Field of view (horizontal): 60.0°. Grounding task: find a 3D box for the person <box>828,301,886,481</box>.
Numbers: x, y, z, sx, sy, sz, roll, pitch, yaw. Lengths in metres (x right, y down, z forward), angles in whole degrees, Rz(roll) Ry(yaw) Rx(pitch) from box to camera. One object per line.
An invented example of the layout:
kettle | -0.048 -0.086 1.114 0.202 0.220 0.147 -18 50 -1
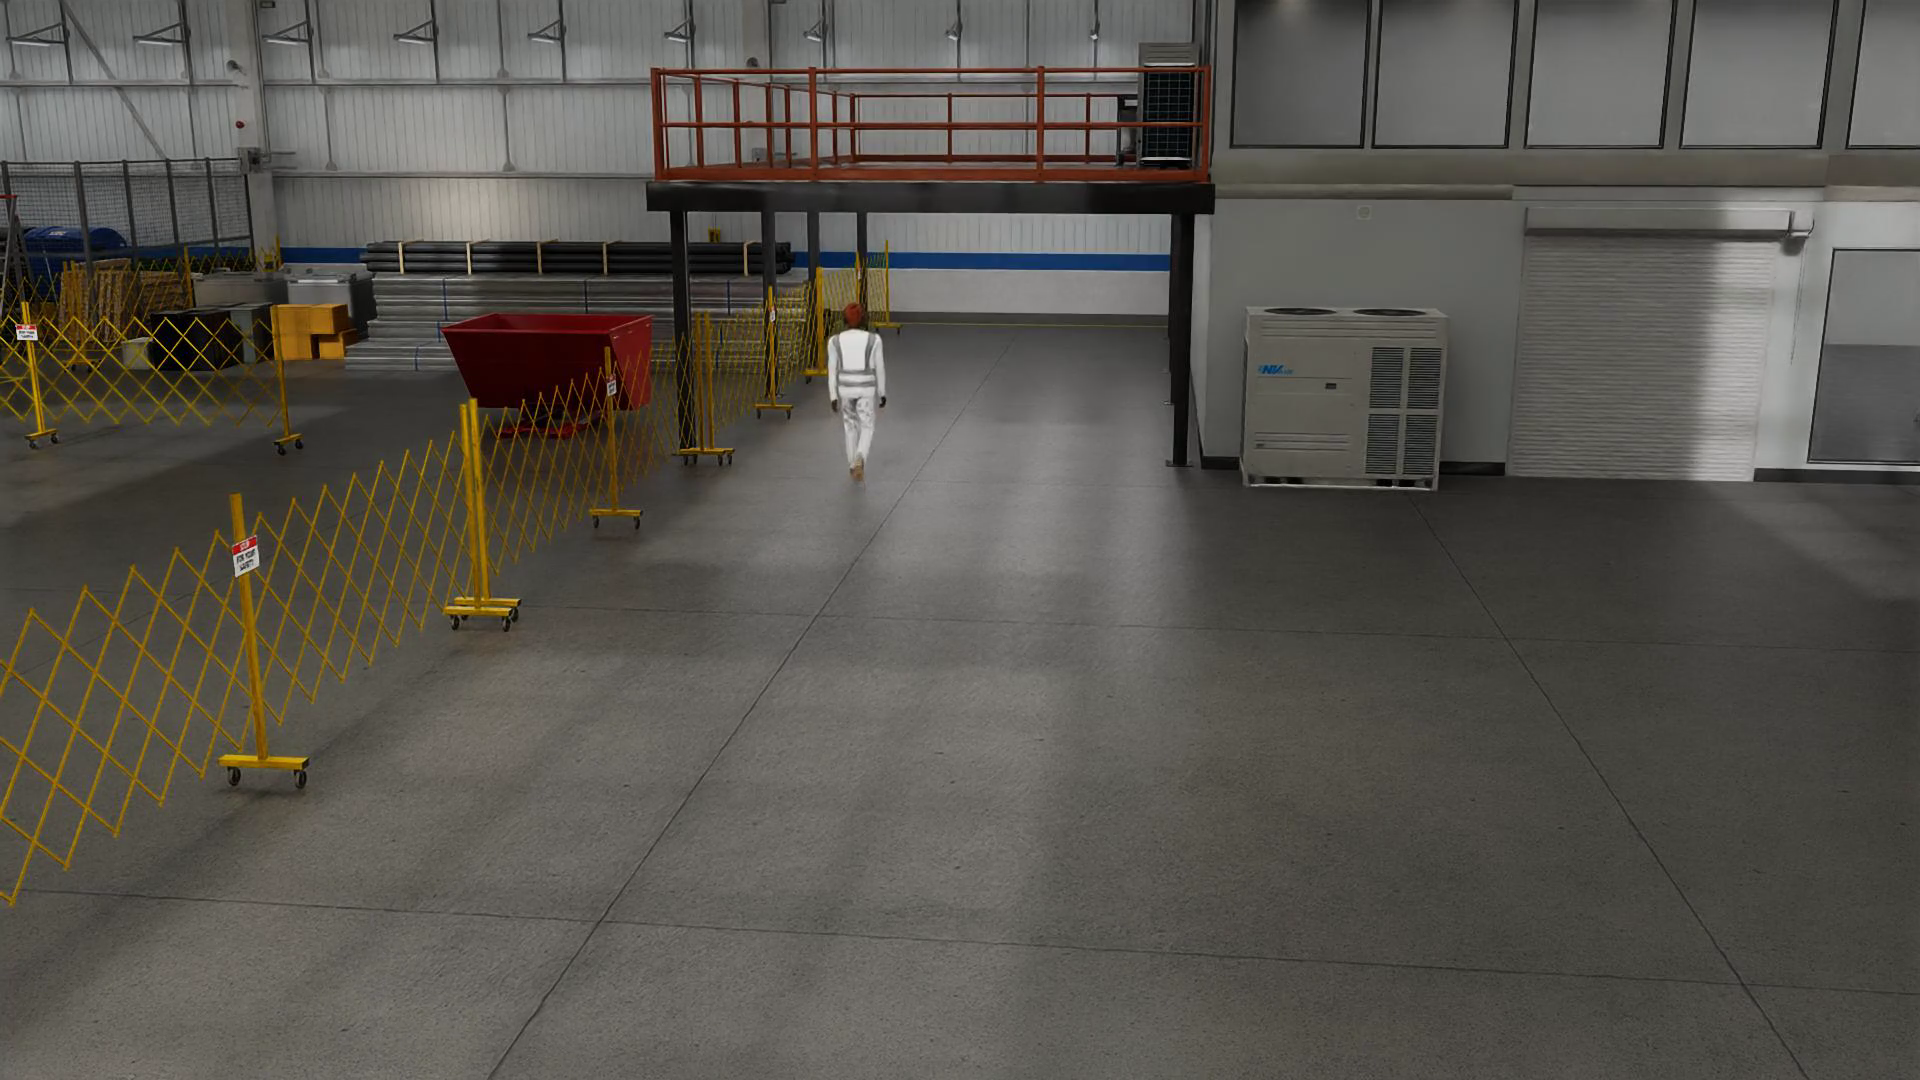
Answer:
person | -1.069 -1.515 17.109 0.589 1.864 0.718 2 14 7
